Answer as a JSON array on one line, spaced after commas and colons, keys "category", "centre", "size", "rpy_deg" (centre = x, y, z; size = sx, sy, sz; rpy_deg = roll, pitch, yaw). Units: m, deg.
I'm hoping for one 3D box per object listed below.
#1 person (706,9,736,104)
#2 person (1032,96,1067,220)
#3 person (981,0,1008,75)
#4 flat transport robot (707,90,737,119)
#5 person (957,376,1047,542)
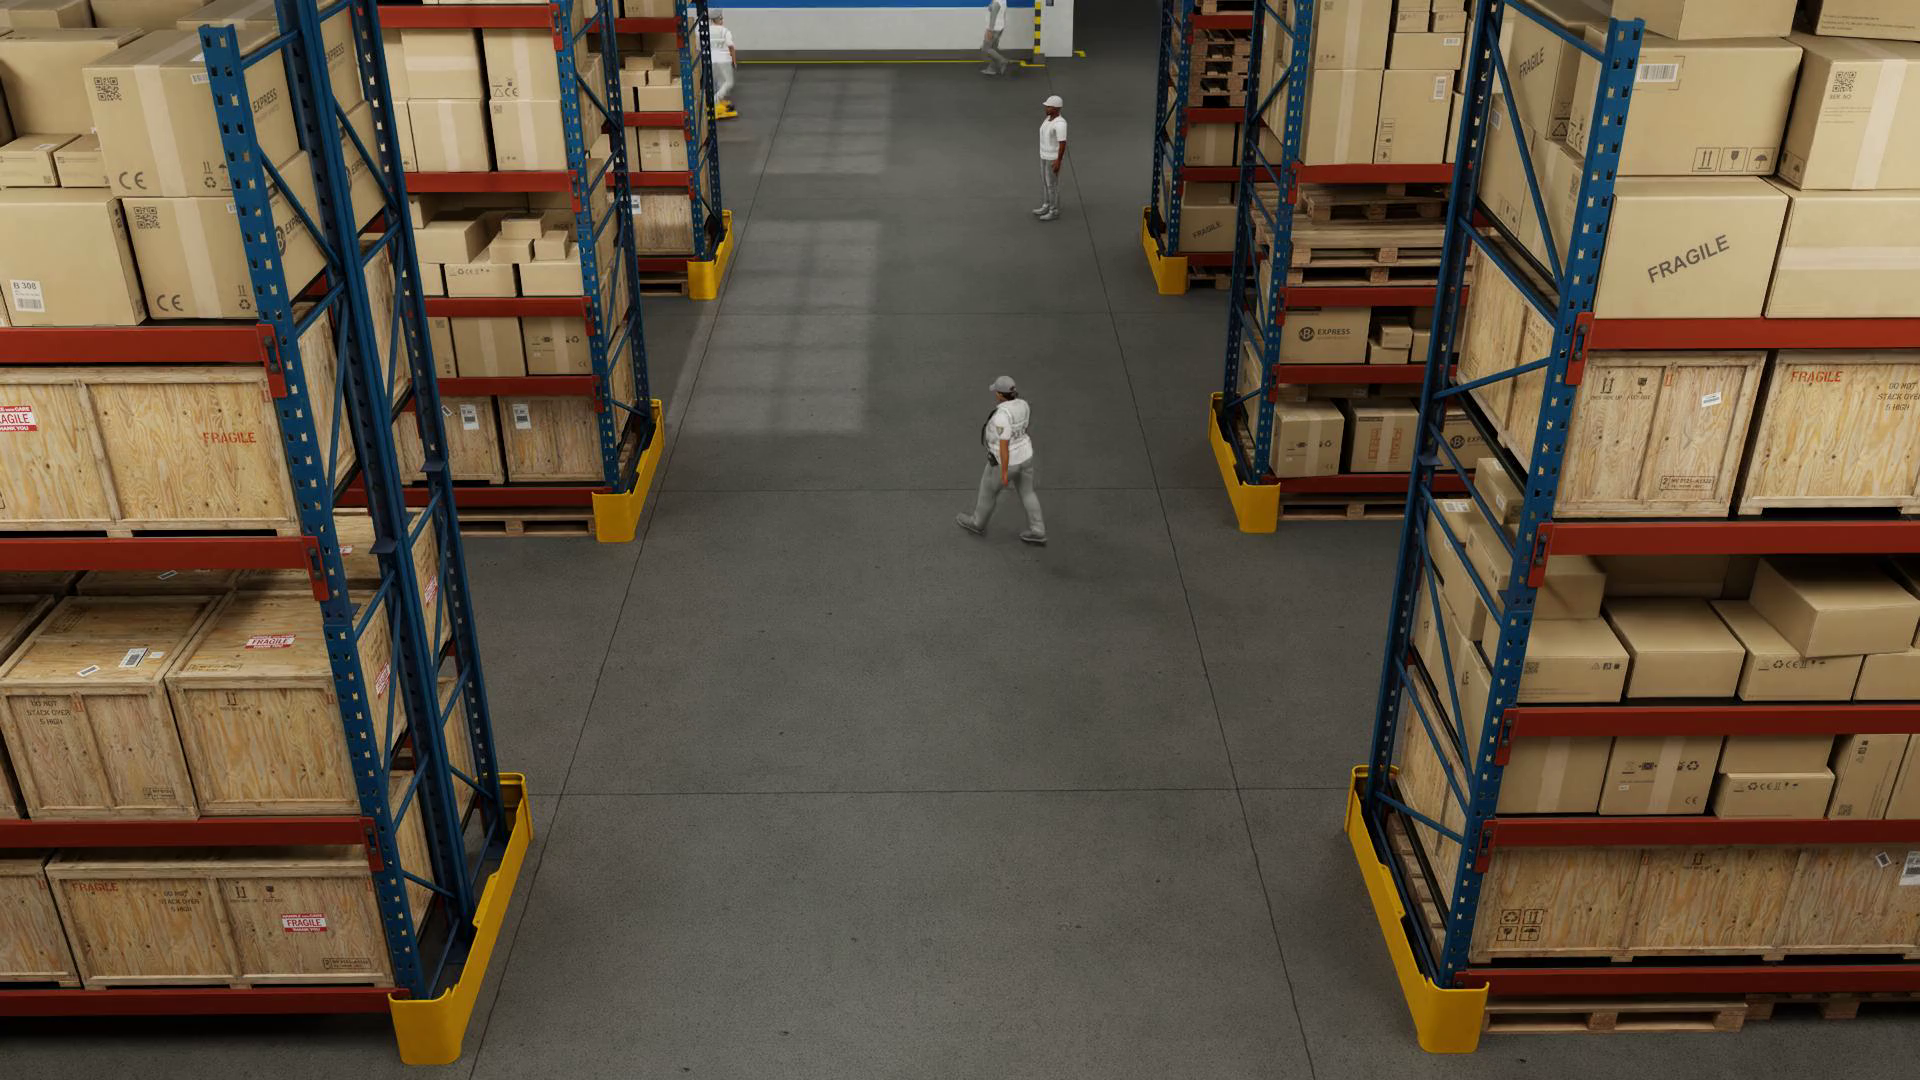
[{"category": "person", "centre": [-4.309, -8.608, 29.896], "size": [0.548, 1.765, 0.808], "rpy_deg": [10, 30, 17]}, {"category": "person", "centre": [1.316, -5.596, 24.315], "size": [0.400, 1.770, 0.563], "rpy_deg": [-8, 29, -15]}, {"category": "person", "centre": [0.677, -9.953, 32.383], "size": [0.606, 1.765, 0.559], "rpy_deg": [9, 30, 17]}, {"category": "flat transport robot", "centre": [-4.615, -7.918, 30.278], "size": [0.659, 0.254, 1.431], "rpy_deg": [-14, 31, -24]}, {"category": "person", "centre": [0.413, -0.771, 15.438], "size": [0.883, 1.633, 0.509], "rpy_deg": [23, 36, 36]}]
